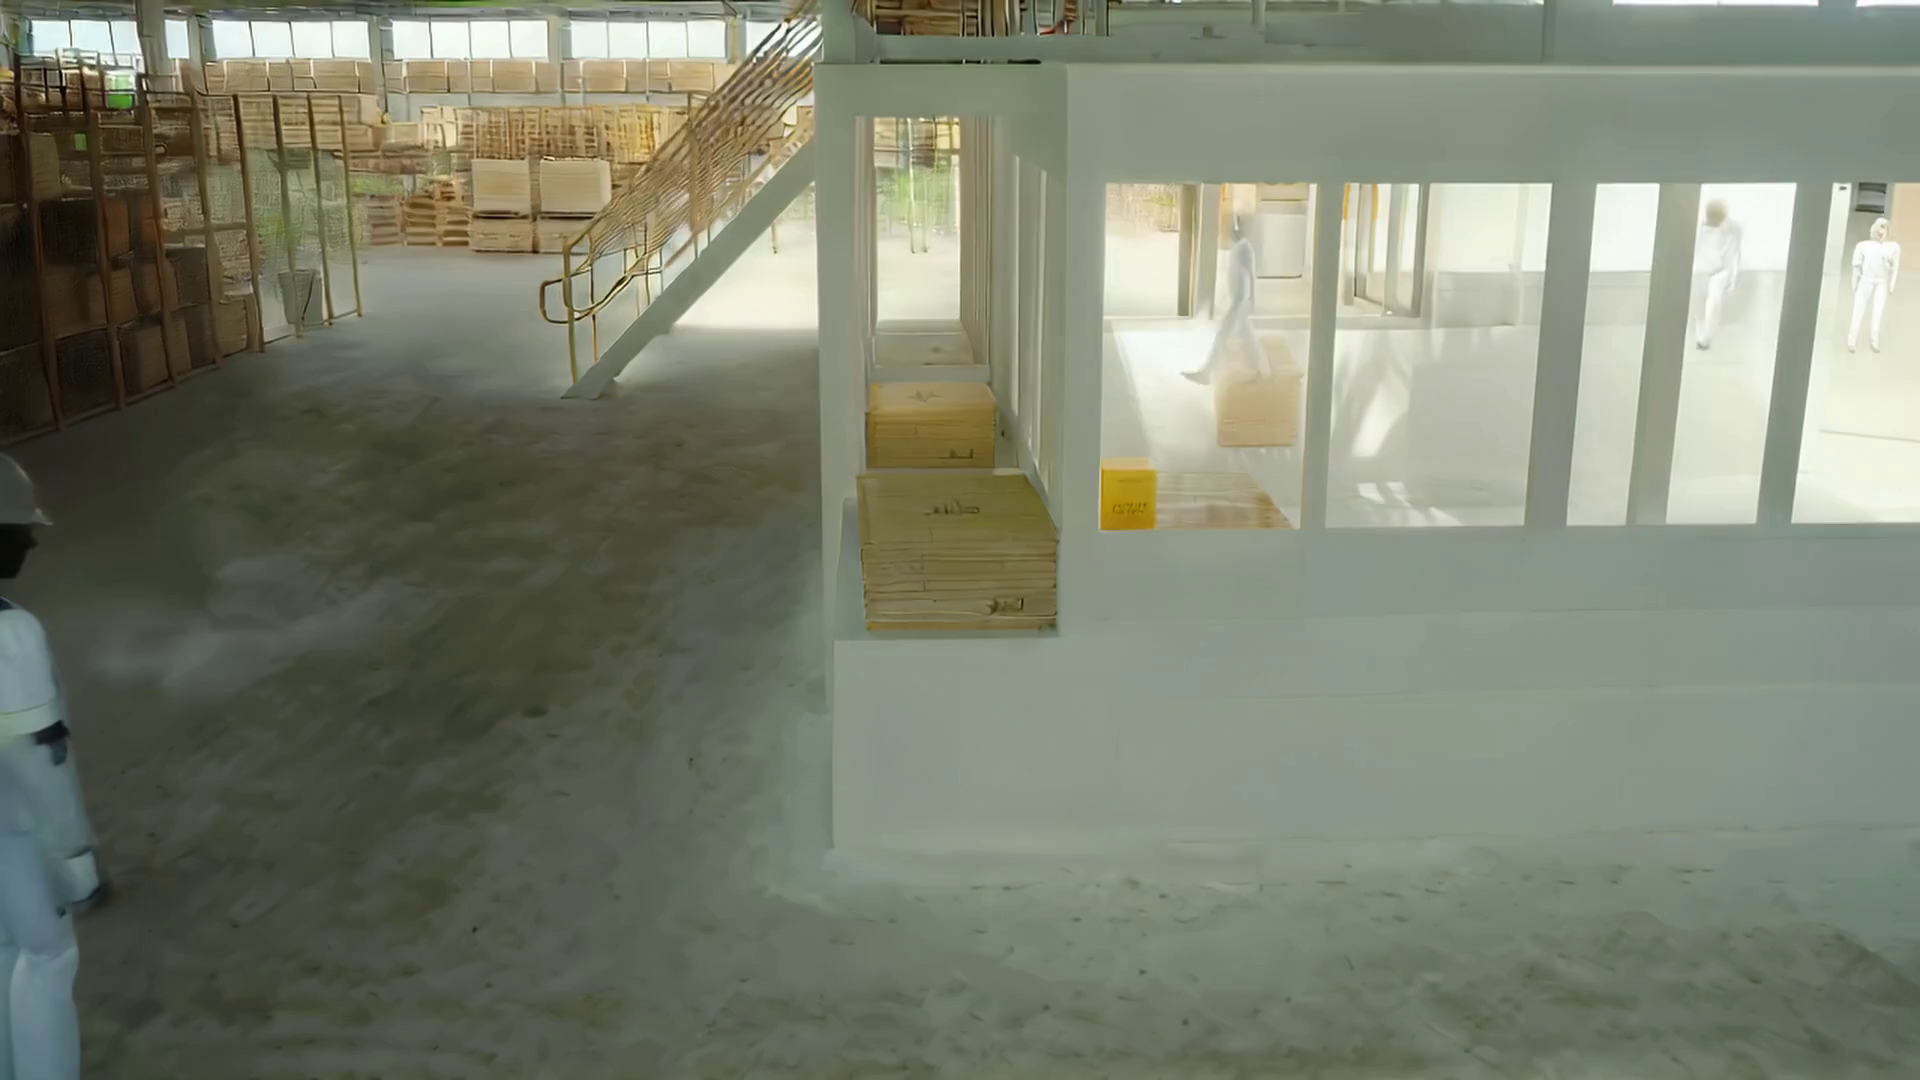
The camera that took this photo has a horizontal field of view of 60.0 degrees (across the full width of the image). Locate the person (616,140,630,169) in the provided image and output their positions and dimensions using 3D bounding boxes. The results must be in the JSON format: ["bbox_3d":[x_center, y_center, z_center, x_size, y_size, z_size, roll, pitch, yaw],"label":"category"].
[{"bbox_3d":[-15.754,-17.669,77.746,0.611,1.996,0.379,-7,15,-25],"label":"person"}]

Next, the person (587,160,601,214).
[{"bbox_3d":[-10.172,-9.642,46.153,0.329,1.761,0.527,-5,15,-19],"label":"person"}]

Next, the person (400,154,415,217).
[{"bbox_3d":[-16.383,-10.491,49.311,0.521,1.873,0.336,7,16,25],"label":"person"}]

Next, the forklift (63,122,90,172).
[{"bbox_3d":[-38.616,-16.920,72.961,1.129,2.768,1.873,-1,14,-2],"label":"forklift"}]

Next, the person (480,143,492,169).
[{"bbox_3d":[-21.631,-17.152,75.904,0.443,1.893,0.651,6,15,22],"label":"person"}]

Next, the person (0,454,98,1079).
[{"bbox_3d":[-2.466,0.728,4.354,0.542,1.929,0.368,7,16,25],"label":"person"}]

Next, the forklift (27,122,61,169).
[{"bbox_3d":[-35.376,-14.773,64.377,1.129,2.768,1.873,-1,14,-2],"label":"forklift"}]

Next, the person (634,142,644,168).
[{"bbox_3d":[-16.232,-19.202,84.173,0.567,1.849,0.389,-10,17,-36],"label":"person"}]

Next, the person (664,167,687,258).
[{"bbox_3d":[-5.914,-6.768,34.434,0.438,1.871,0.592,3,14,11],"label":"person"}]

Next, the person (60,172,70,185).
[{"bbox_3d":[-20.473,-7.637,37.560,0.684,2.000,0.535,-1,14,-4],"label":"person"}]
